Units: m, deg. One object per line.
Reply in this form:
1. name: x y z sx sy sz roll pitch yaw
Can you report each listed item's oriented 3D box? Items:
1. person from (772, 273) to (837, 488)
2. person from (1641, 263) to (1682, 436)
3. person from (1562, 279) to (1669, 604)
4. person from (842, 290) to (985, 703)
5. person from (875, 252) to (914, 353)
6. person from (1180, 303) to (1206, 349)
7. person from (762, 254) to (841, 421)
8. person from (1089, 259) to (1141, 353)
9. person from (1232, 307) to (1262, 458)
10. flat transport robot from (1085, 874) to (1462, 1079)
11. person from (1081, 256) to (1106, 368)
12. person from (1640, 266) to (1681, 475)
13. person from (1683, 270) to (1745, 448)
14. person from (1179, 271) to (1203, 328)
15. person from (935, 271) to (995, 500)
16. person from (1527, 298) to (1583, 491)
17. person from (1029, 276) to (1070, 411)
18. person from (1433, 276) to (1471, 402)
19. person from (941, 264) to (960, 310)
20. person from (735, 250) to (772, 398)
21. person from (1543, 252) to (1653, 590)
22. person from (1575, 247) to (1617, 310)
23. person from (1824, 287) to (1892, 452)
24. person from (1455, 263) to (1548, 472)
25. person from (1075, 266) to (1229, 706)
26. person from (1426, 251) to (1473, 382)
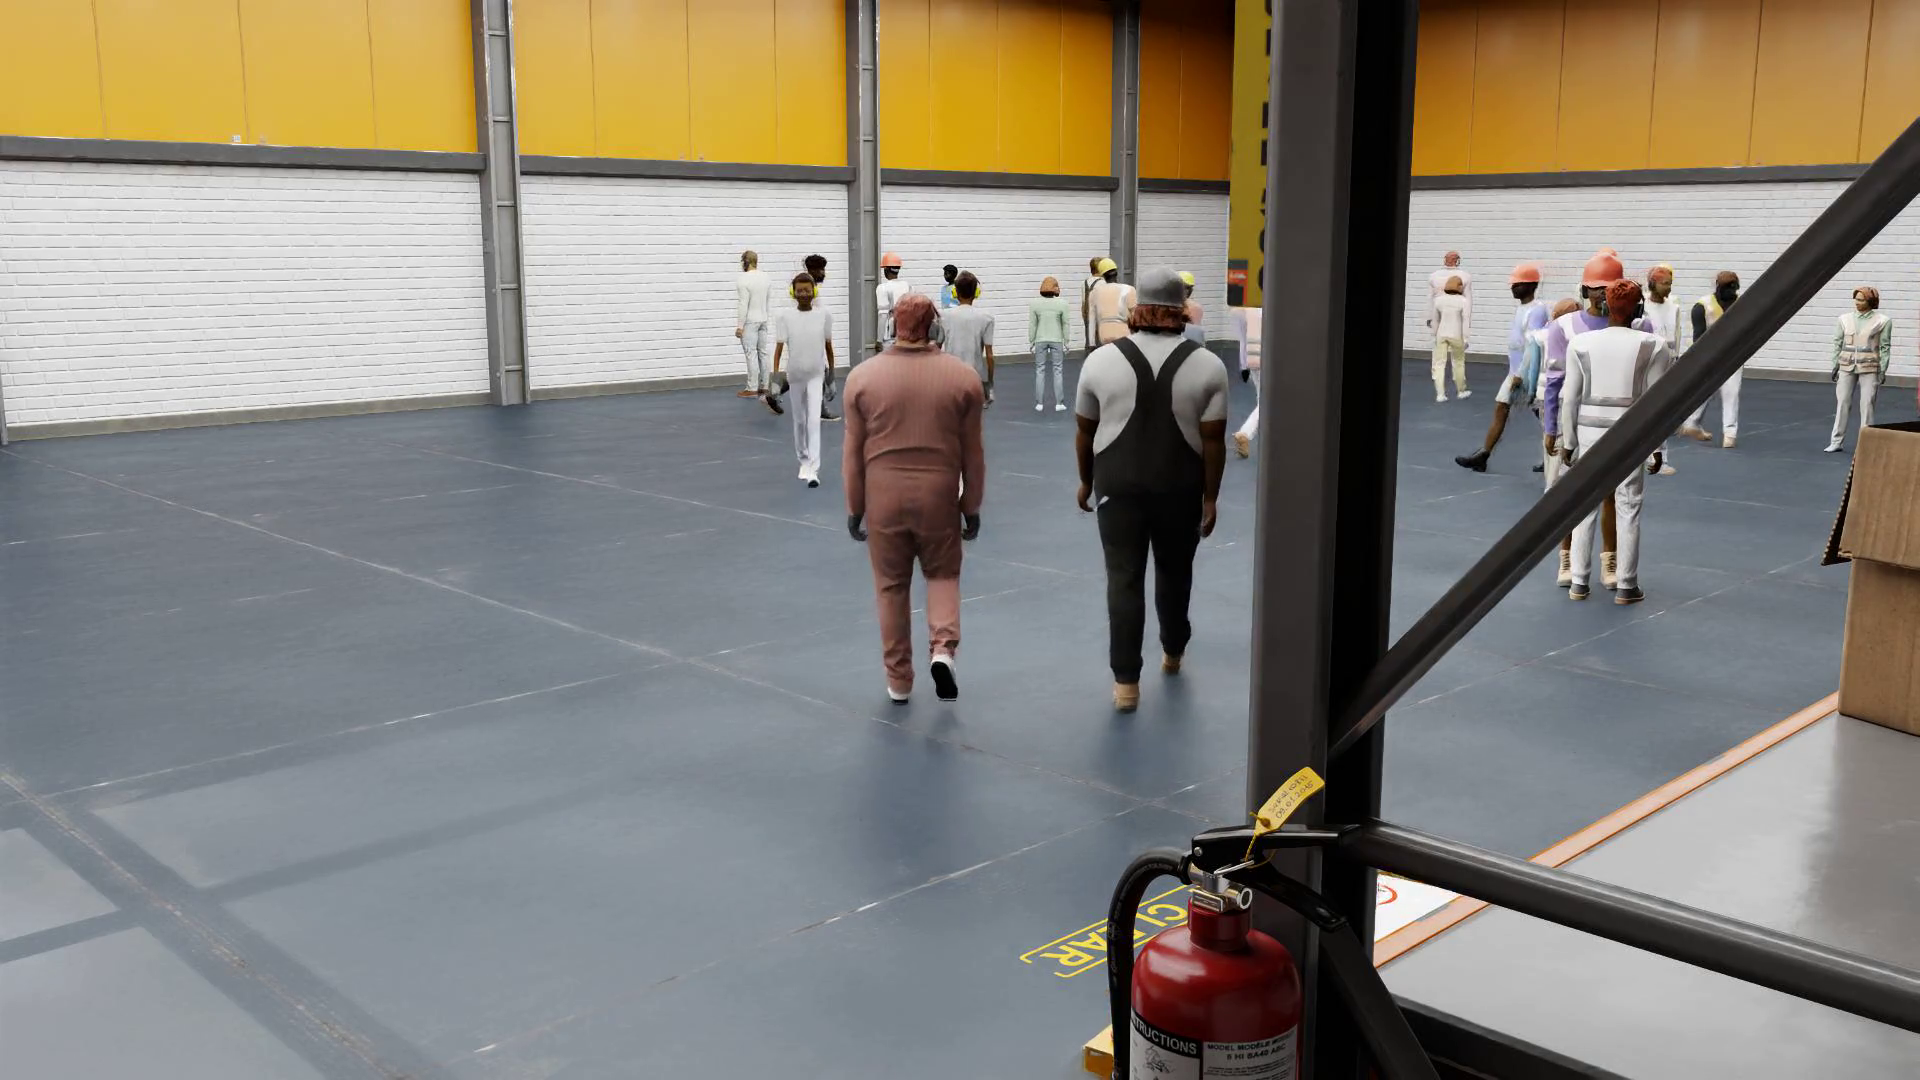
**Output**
1. person: -1.336 -1.376 14.264 0.555 1.819 0.998 -1 10 -6
2. person: 7.407 -2.016 17.702 0.404 1.835 0.586 -7 12 -33
3. person: 3.794 -0.566 9.661 0.576 1.883 0.354 6 12 31
4. person: -0.210 -0.172 7.506 0.643 1.891 0.473 -1 10 -4
5. person: -0.792 -2.405 19.542 0.376 1.935 0.550 10 15 44
6. person: 1.958 -1.395 14.972 0.520 1.597 0.824 2 11 13
7. person: -1.821 -2.303 19.020 0.811 1.932 0.622 1 10 4
8. person: 1.820 -2.425 19.878 0.620 1.856 1.002 6 12 30
9. person: 2.902 -1.686 15.951 0.824 1.819 0.617 -7 13 -35
10. flat transport robot: 0.982 1.176 4.562 0.652 0.197 1.431 7 12 34
11. person: 1.847 -2.886 22.416 0.341 1.846 0.509 -9 14 -40
12. person: 6.209 -1.543 15.068 0.582 1.860 0.790 -4 11 -19
13. person: 7.724 -1.855 16.963 0.642 1.795 0.792 1 10 4
14. person: 2.402 -2.014 17.925 0.527 1.747 0.530 7 12 32
15. person: 0.014 -1.279 13.690 0.537 1.839 0.863 0 10 -1
16. person: 5.003 -1.181 13.740 0.539 1.614 0.684 9 14 42
17. person: 1.088 -2.389 20.281 0.503 1.631 0.282 2 11 10
18. person: 6.388 -2.603 21.504 0.526 1.597 0.776 8 13 38
19. person: -0.120 -3.359 25.421 0.318 1.691 0.534 -8 13 -39
20. person: -2.736 -2.843 21.926 0.373 1.940 0.628 6 12 30
21. person: 3.838 -0.706 10.041 0.606 2.031 0.400 2 11 11
22. person: 7.074 -2.217 18.357 0.611 1.996 0.379 6 12 29
23. person: 8.776 -1.646 16.227 0.314 1.636 0.514 -9 14 -42
24. person: 5.029 -1.526 14.905 1.015 1.890 0.551 -1 10 -8
25. person: 0.886 -0.298 7.770 0.695 2.000 1.018 1 10 7
26. person: 7.168 -3.274 24.363 0.652 1.906 0.402 5 12 26
